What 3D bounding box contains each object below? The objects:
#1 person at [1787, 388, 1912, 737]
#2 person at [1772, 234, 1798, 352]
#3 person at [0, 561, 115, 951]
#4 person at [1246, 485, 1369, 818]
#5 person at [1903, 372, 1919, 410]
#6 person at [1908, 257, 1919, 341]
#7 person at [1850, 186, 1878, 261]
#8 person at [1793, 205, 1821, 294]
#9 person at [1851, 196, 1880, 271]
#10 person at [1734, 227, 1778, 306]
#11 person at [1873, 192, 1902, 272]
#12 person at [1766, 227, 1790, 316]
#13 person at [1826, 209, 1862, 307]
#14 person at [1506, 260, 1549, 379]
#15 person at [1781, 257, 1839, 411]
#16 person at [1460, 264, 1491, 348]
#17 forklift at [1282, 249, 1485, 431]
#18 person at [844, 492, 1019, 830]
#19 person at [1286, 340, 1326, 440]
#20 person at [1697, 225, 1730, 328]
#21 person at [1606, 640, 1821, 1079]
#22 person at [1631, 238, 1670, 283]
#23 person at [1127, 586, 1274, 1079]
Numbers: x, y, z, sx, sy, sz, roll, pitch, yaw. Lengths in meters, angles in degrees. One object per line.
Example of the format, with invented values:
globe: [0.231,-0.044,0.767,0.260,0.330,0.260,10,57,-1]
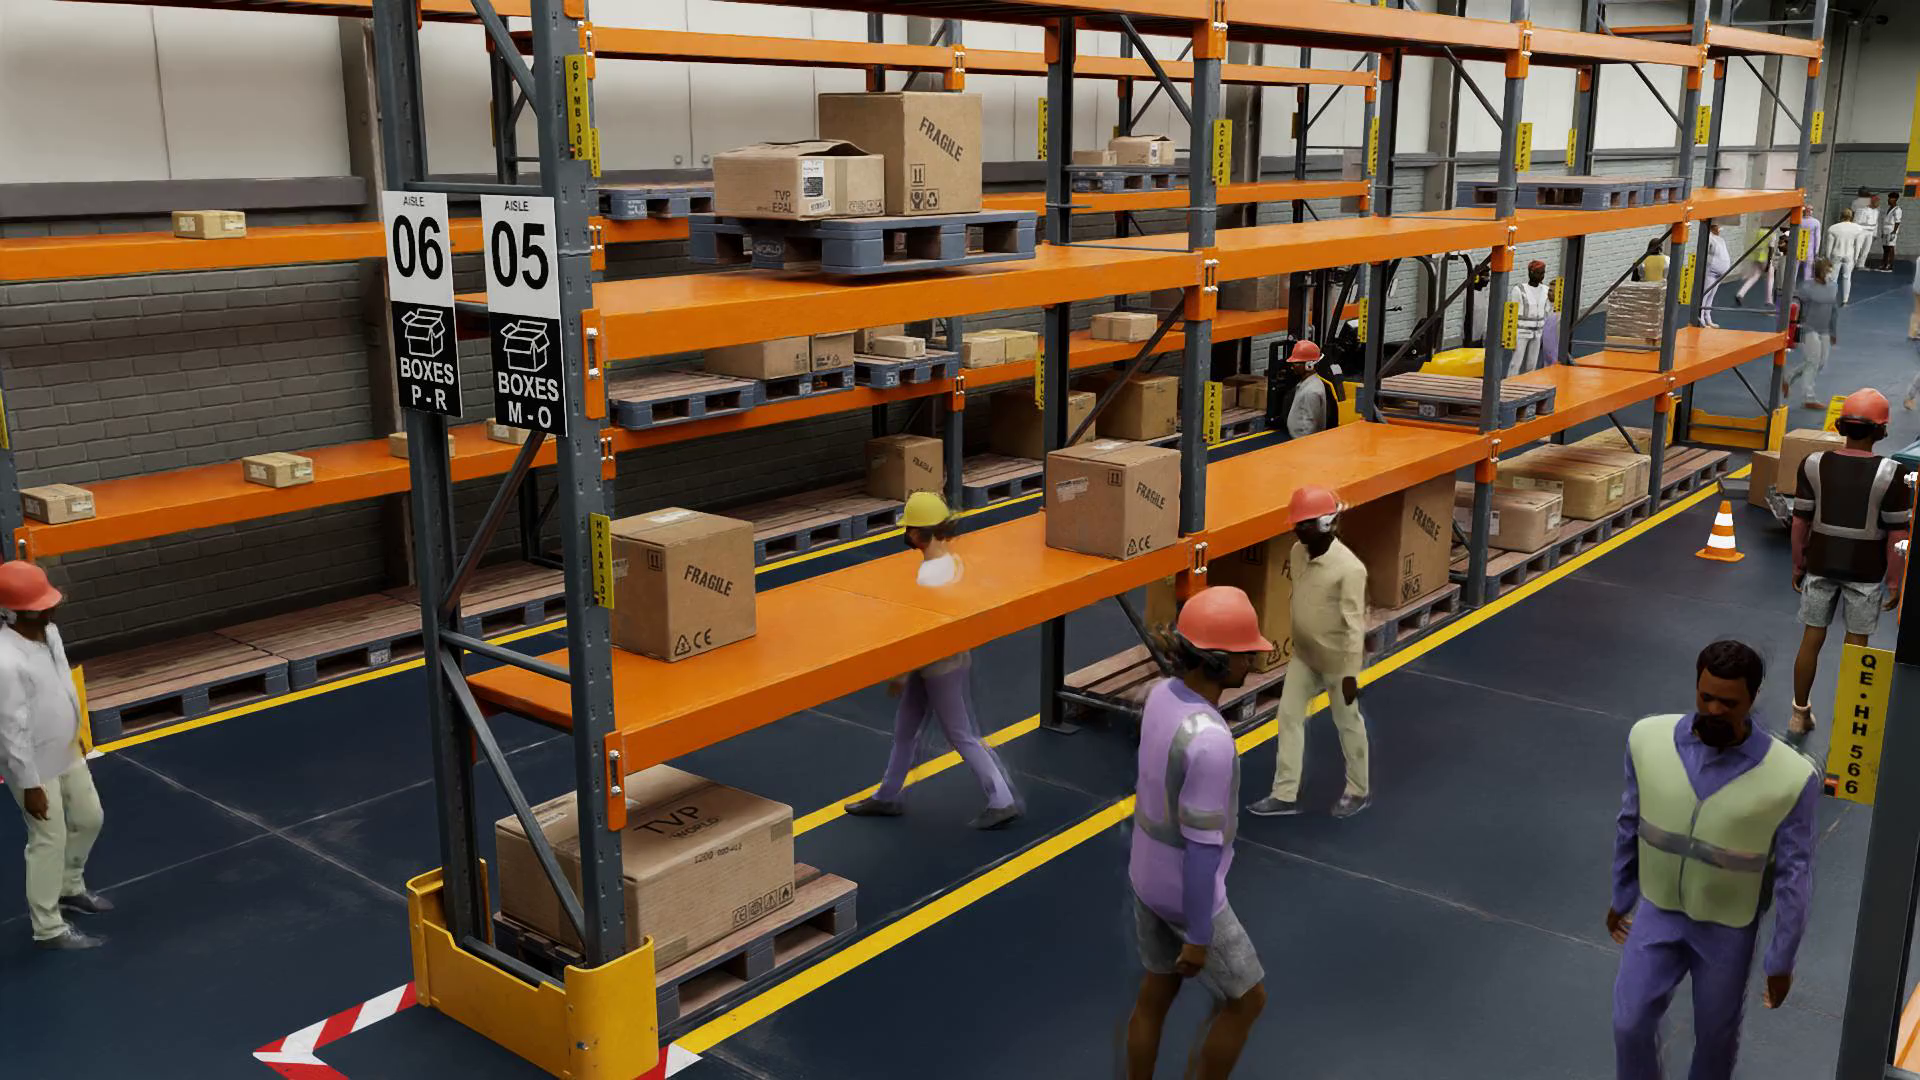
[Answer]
person: [5.013,0.159,9.411,0.366,2.047,0.608,-13,19,-43]
person: [13.032,-3.899,26.333,0.329,1.861,0.506,0,14,2]
person: [-3.880,0.914,7.055,0.364,1.729,0.638,-1,14,-5]
person: [1.782,0.582,8.354,0.771,1.708,0.658,-7,15,-26]
person: [11.970,-2.388,20.320,0.589,1.795,0.849,0,14,-1]
person: [16.077,-4.154,27.616,0.457,1.735,0.567,0,14,1]
person: [24.403,-8.599,45.082,0.704,2.000,1.035,2,14,9]
person: [18.071,-6.211,35.631,0.636,1.911,0.405,11,18,38]
person: [22.672,-7.672,41.728,0.779,1.853,0.339,-4,14,-17]
person: [16.024,-5.577,33.261,0.872,1.815,0.567,-5,15,-18]
person: [23.203,-7.685,41.514,0.367,1.966,0.606,1,14,3]
person: [15.550,-5.174,31.452,0.355,1.887,0.573,10,17,36]
person: [17.609,-5.633,33.217,0.632,1.940,0.372,4,14,17]
person: [7.112,-2.557,20.828,0.577,1.876,0.346,-5,15,-20]
person: [10.672,-2.602,20.918,0.631,1.919,0.727,-7,15,-26]
person: [6.325,-2.459,20.467,0.329,1.861,0.503,9,17,34]
forklift: [4.886,-2.214,18.767,2.313,2.155,1.214,11,18,38]
person: [-0.119,0.610,8.252,0.891,1.724,0.525,0,14,1]
person: [2.884,-0.807,13.969,0.353,1.744,0.565,2,14,8]
person: [13.288,-4.738,29.359,0.537,2.000,0.682,13,19,41]
person: [2.357,1.235,5.325,0.616,1.895,0.684,11,18,39]
person: [10.653,-3.725,25.648,0.619,1.845,0.430,5,15,18]
person: [0.803,1.128,5.509,0.601,2.021,0.627,-4,14,-14]
